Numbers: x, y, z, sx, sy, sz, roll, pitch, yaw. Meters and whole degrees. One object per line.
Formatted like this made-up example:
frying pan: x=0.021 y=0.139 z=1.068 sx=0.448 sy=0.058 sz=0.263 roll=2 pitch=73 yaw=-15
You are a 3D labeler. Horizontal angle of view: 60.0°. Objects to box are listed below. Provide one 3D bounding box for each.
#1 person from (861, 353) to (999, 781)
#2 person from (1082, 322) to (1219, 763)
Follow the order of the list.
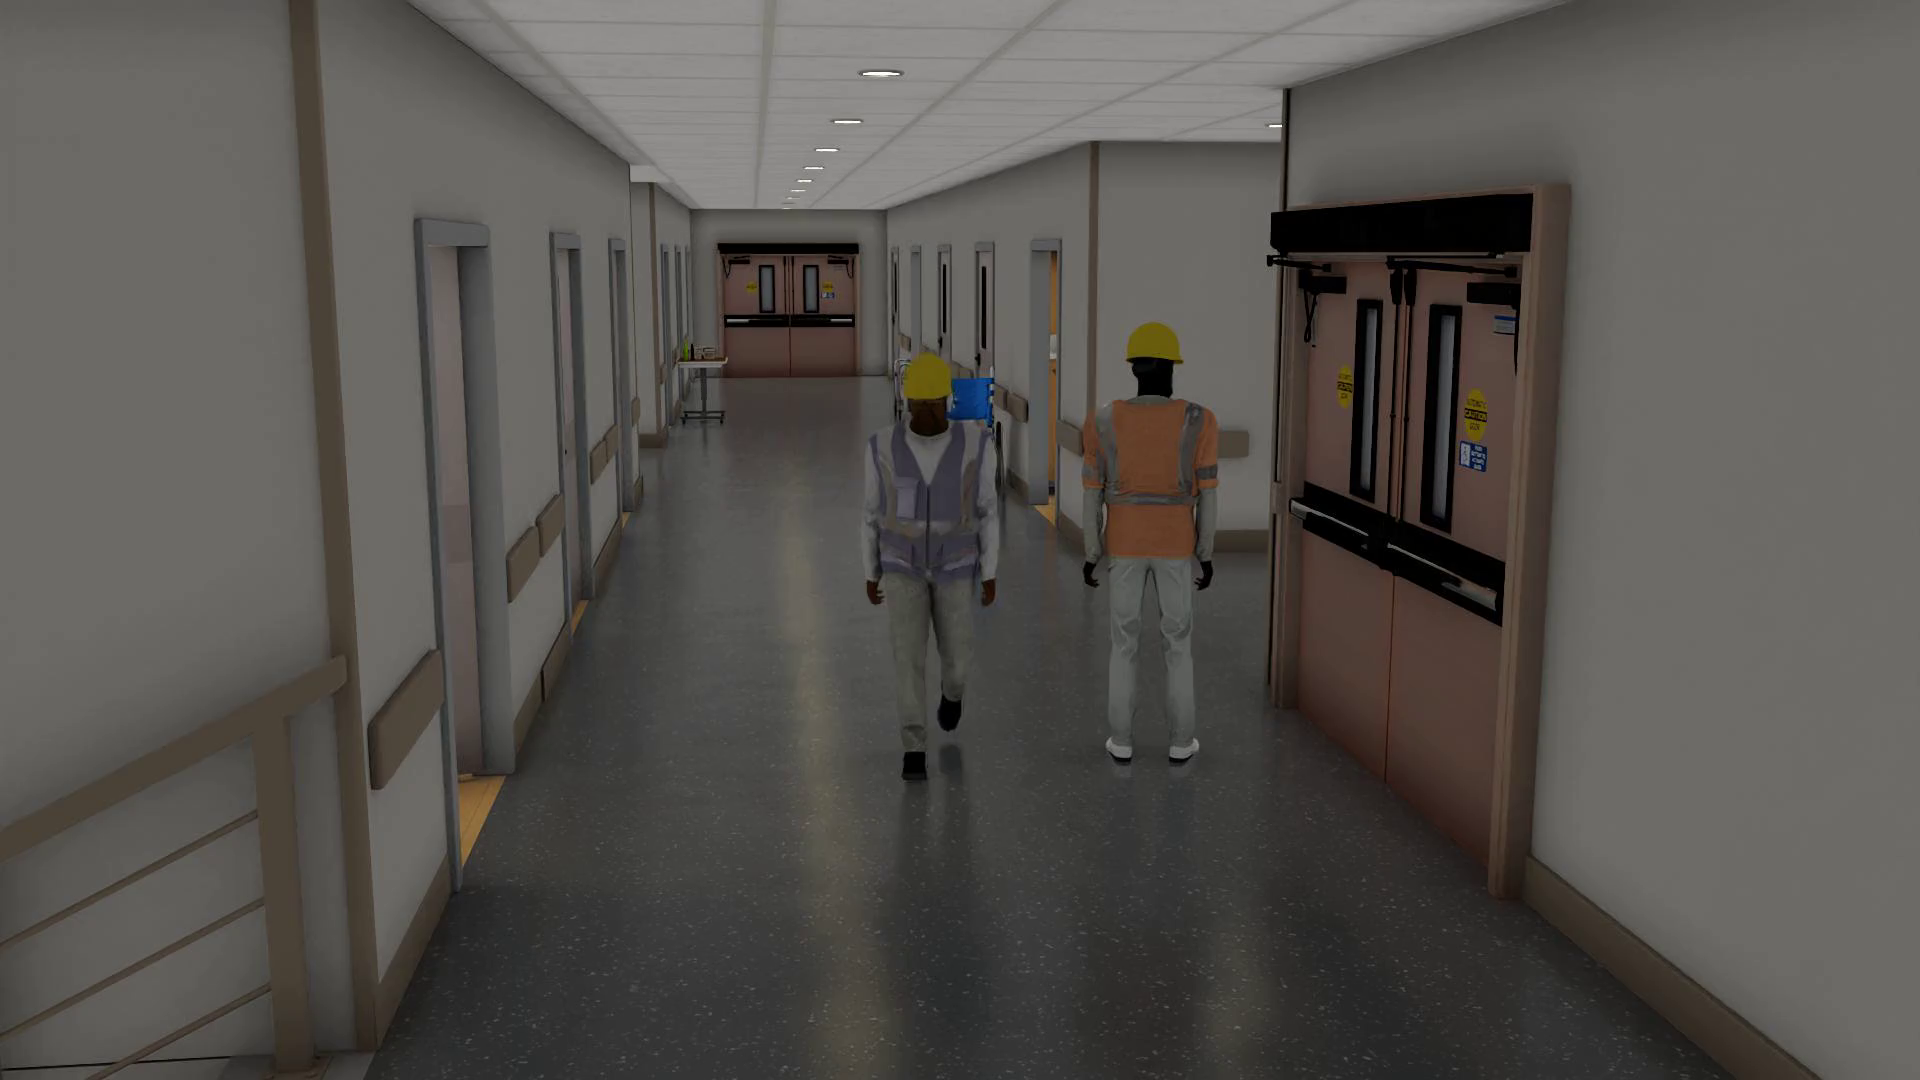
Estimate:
person: x=-0.129 y=0.081 z=7.232 sx=0.598 sy=1.810 sz=0.728 roll=0 pitch=10 yaw=1
person: x=0.824 y=0.020 z=7.260 sx=0.588 sy=1.923 sz=0.383 roll=2 pitch=10 yaw=9
